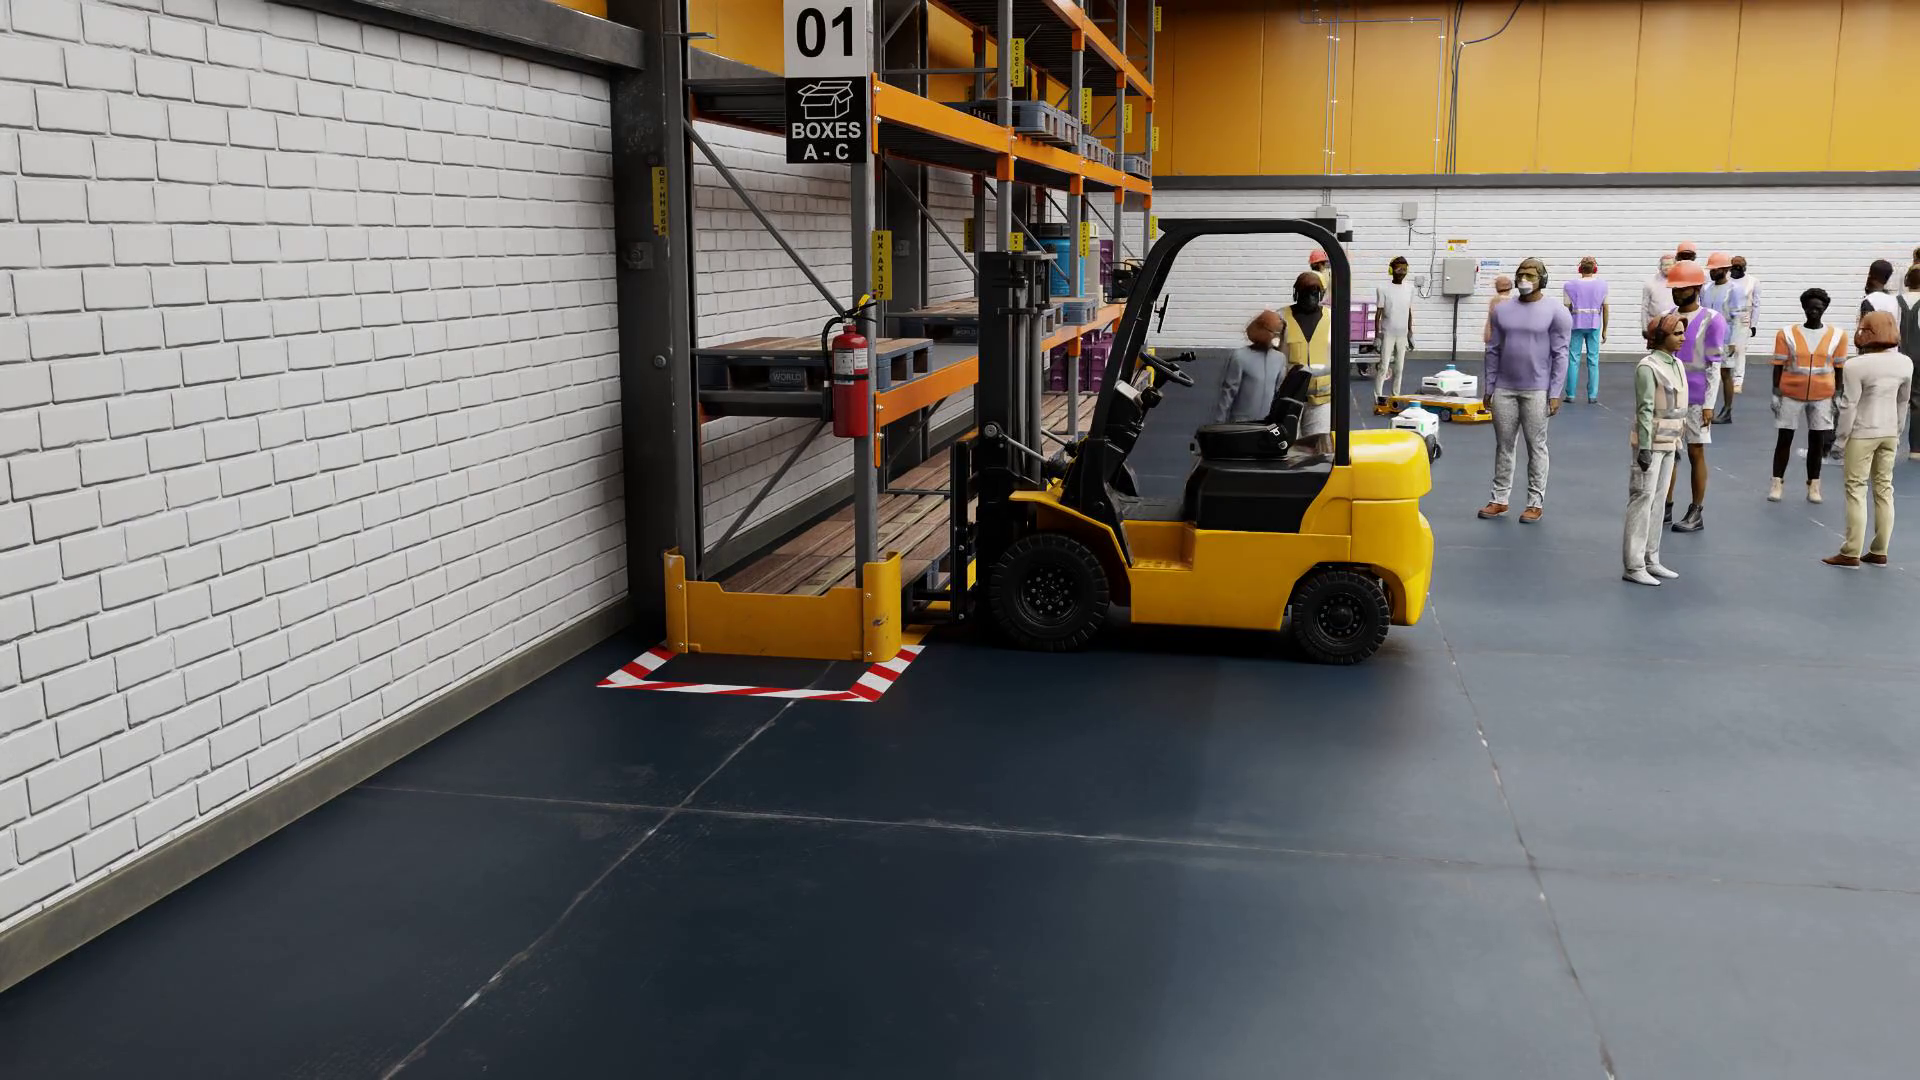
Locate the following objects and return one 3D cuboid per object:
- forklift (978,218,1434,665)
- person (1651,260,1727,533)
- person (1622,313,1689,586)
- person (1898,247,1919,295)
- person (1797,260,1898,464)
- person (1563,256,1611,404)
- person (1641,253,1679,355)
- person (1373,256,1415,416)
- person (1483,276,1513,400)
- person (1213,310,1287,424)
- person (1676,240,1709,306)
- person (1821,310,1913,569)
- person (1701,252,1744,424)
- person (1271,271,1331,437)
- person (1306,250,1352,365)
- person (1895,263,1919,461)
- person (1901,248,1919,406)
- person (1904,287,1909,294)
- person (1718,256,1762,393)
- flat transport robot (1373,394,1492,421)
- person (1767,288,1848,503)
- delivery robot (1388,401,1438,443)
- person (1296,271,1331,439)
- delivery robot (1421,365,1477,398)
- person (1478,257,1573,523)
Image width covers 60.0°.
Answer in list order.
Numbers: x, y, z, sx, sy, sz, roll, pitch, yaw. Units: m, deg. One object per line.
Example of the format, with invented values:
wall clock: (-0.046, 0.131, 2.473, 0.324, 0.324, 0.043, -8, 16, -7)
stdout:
forklift: (1.285, -0.567, 8.635, 2.313, 2.155, 1.214, 2, 11, 11)
person: (5.125, -1.014, 11.834, 0.396, 1.929, 0.539, -8, 13, -36)
person: (4.221, -0.553, 10.079, 0.306, 1.640, 0.522, 9, 14, 42)
person: (14.981, -3.628, 26.117, 0.376, 1.940, 0.627, -1, 10, -4)
person: (8.203, -1.616, 15.260, 0.625, 1.874, 0.753, -9, 14, -41)
person: (7.847, -2.631, 20.899, 0.567, 1.846, 0.389, 2, 11, 12)
person: (9.465, -2.898, 22.299, 0.640, 1.876, 0.901, 3, 11, 18)
person: (5.096, -2.384, 19.500, 0.534, 1.864, 0.310, -3, 11, -17)
person: (6.657, -2.453, 20.568, 0.462, 1.610, 0.542, -1, 10, -5)
person: (2.034, -0.770, 11.386, 0.557, 1.580, 0.837, -7, 13, -35)
person: (9.749, -3.014, 22.471, 0.615, 2.038, 0.396, 3, 11, 14)
person: (5.743, -0.630, 10.511, 0.500, 1.636, 0.285, -3, 11, -15)
person: (8.479, -2.257, 18.653, 0.402, 1.929, 0.543, -5, 11, -25)
person: (2.502, -1.029, 12.139, 0.627, 1.843, 0.429, 0, 10, 2)
person: (5.545, -3.452, 25.264, 0.854, 1.904, 0.537, 1, 10, 3)
person: (8.913, -1.664, 15.605, 0.506, 1.846, 0.346, 9, 14, 42)
person: (11.875, -2.635, 20.596, 0.607, 1.966, 0.366, -2, 11, -11)
person: (11.365, -2.460, 19.631, 0.705, 1.974, 0.481, -3, 11, -14)
person: (10.400, -2.894, 22.380, 0.623, 1.837, 0.430, 8, 13, 36)
flat transport robot: (5.563, -1.540, 19.241, 0.652, 0.197, 1.431, -7, 13, -35)
person: (6.664, -1.134, 13.104, 0.540, 1.695, 0.317, 4, 11, 21)
delivery robot: (4.250, -1.063, 15.590, 0.477, 0.478, 0.707, 5, 11, 26)
person: (3.354, -1.670, 15.860, 0.526, 1.765, 0.329, 2, 11, 13)
delivery robot: (5.875, -1.859, 19.956, 0.707, 0.478, 0.477, -7, 13, -35)
person: (4.145, -1.097, 12.241, 0.631, 1.940, 0.372, 9, 14, 42)
